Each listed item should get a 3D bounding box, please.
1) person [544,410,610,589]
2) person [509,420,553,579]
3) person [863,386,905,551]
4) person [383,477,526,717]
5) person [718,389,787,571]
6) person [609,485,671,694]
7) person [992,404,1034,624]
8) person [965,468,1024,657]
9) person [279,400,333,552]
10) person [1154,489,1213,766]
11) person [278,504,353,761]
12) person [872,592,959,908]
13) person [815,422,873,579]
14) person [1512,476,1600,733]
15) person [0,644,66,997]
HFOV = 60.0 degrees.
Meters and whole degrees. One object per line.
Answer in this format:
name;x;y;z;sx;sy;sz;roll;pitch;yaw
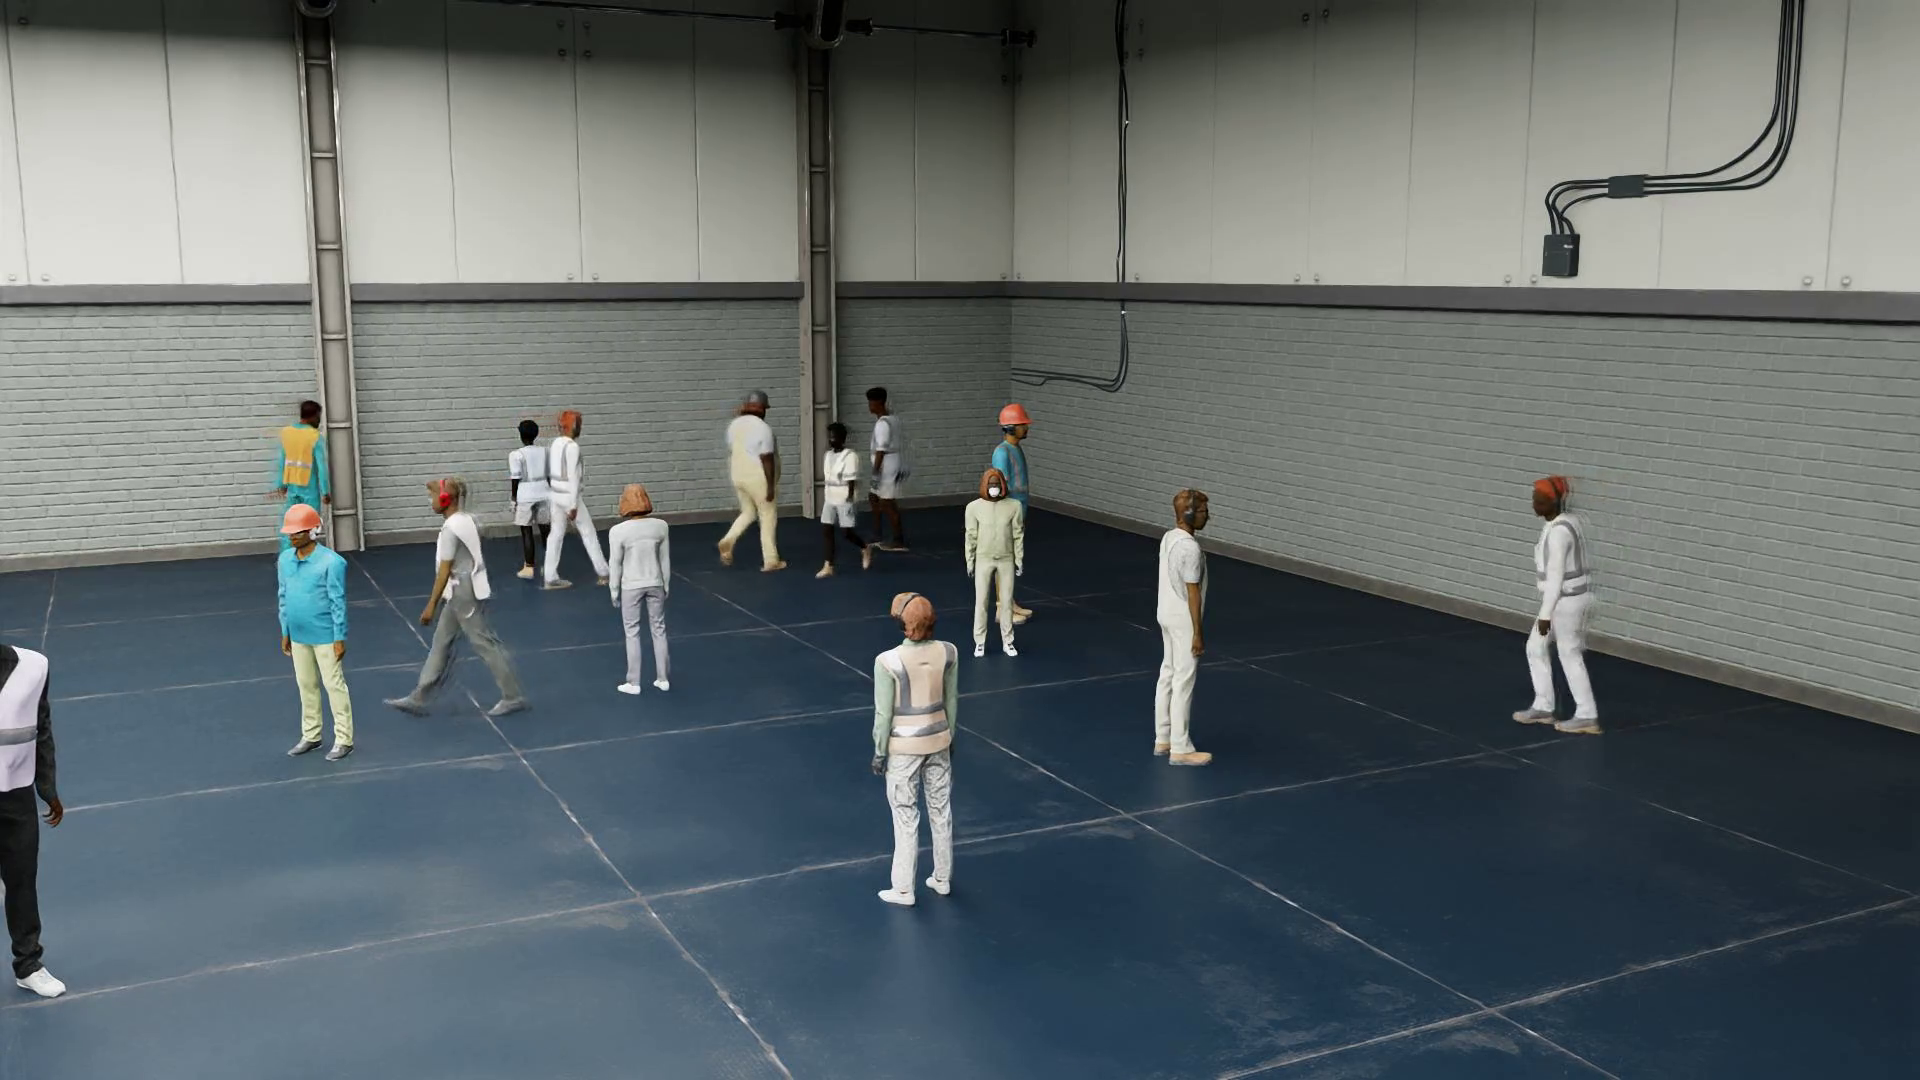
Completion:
person;-3.944;-0.421;17.255;0.920;1.841;0.565;-8;12;-40
person;-4.574;-0.435;17.766;0.319;1.695;0.539;8;12;42
person;-0.968;-0.827;19.439;0.741;1.933;0.649;1;9;8
person;-3.696;0.435;12.161;1.017;1.779;0.583;-2;10;-14
person;-2.267;-0.665;18.126;0.698;2.000;0.715;8;12;41
person;-2.481;0.384;12.942;0.502;1.629;0.289;-6;11;-33
person;0.499;-0.247;15.529;0.364;2.048;0.611;2;10;15
person;0.293;0.193;14.126;0.499;1.627;0.280;-1;9;-6
person;-7.191;-0.586;18.205;0.692;1.860;0.381;4;10;24
person;1.487;0.575;11.095;0.327;1.842;0.511;-3;10;-16
person;-4.353;0.616;11.157;0.563;1.742;0.360;4;10;23
person;-0.225;1.079;8.601;0.510;1.644;0.308;-7;11;-35
person;-1.252;-0.431;17.798;0.542;1.677;0.624;8;12;41
person;4.240;0.461;11.765;0.707;1.843;0.596;2;9;12
person;-4.312;1.138;7.393;0.392;1.920;0.593;7;12;38
